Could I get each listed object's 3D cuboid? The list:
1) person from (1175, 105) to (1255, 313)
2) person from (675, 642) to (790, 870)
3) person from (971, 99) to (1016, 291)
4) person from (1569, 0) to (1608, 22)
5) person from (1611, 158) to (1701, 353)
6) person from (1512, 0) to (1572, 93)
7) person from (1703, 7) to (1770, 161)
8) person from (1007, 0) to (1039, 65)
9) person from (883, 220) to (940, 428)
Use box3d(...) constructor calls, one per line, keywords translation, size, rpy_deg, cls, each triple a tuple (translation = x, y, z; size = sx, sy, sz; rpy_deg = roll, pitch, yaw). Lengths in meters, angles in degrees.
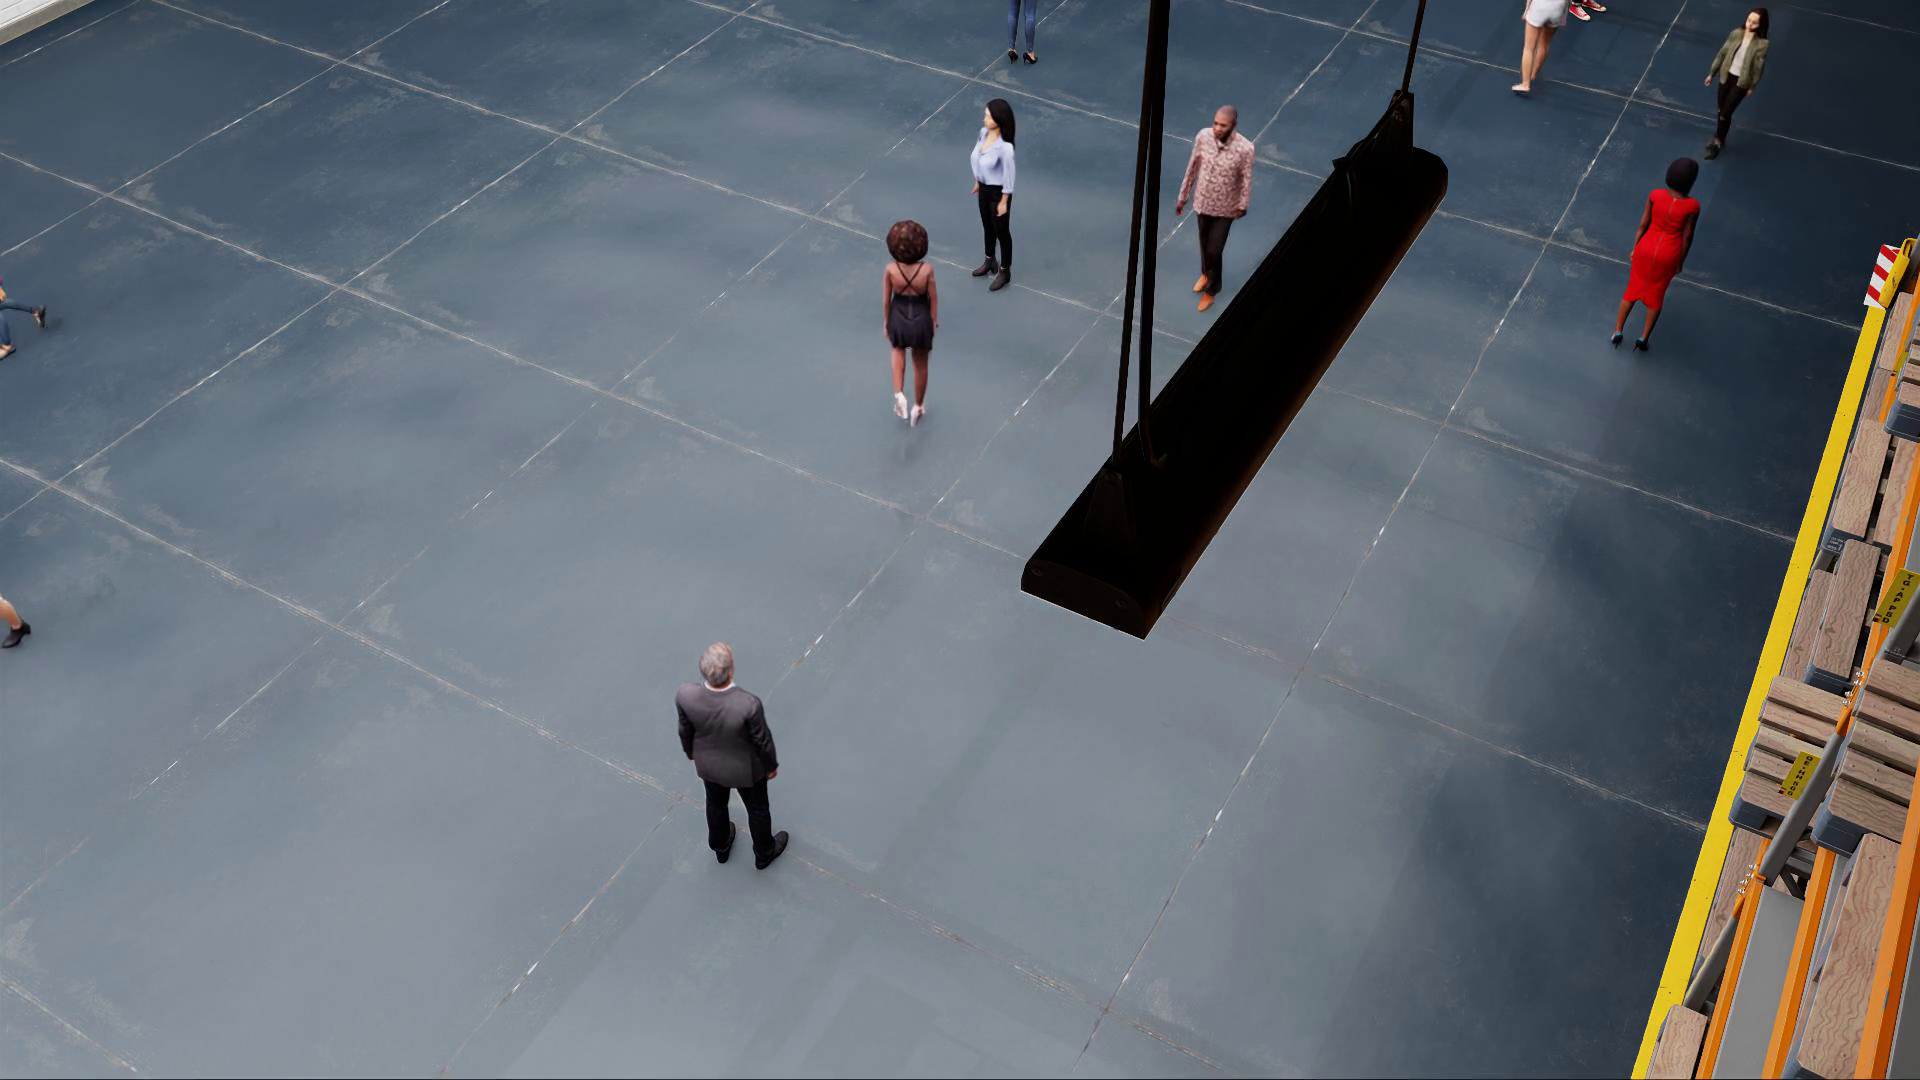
box3d(translation=(2.182, -2.870, 13.942), size=(0.728, 1.786, 0.821), rpy_deg=(28, 50, 26), cls="person")
box3d(translation=(-1.317, 1.245, 9.583), size=(0.791, 1.841, 0.711), rpy_deg=(9, 44, 9), cls="person")
box3d(translation=(0.300, -2.918, 14.024), size=(0.723, 1.743, 0.730), rpy_deg=(-22, 48, -22), cls="person")
box3d(translation=(6.898, -6.483, 17.753), size=(0.632, 1.761, 0.824), rpy_deg=(-32, 52, -29), cls="person")
box3d(translation=(5.589, -2.268, 13.339), size=(0.575, 1.747, 0.502), rpy_deg=(24, 49, 23), cls="person")
box3d(translation=(5.859, -5.249, 16.582), size=(0.794, 1.590, 0.928), rpy_deg=(1, 44, 1), cls="person")
box3d(translation=(7.382, -4.361, 15.744), size=(0.794, 1.460, 0.733), rpy_deg=(-22, 48, -22), cls="person")
box3d(translation=(0.642, -5.705, 16.913), size=(0.577, 1.793, 0.498), rpy_deg=(20, 47, 20), cls="person")
box3d(translation=(-0.383, -1.565, 12.574), size=(0.674, 1.783, 0.719), rpy_deg=(3, 44, 3), cls="person")
